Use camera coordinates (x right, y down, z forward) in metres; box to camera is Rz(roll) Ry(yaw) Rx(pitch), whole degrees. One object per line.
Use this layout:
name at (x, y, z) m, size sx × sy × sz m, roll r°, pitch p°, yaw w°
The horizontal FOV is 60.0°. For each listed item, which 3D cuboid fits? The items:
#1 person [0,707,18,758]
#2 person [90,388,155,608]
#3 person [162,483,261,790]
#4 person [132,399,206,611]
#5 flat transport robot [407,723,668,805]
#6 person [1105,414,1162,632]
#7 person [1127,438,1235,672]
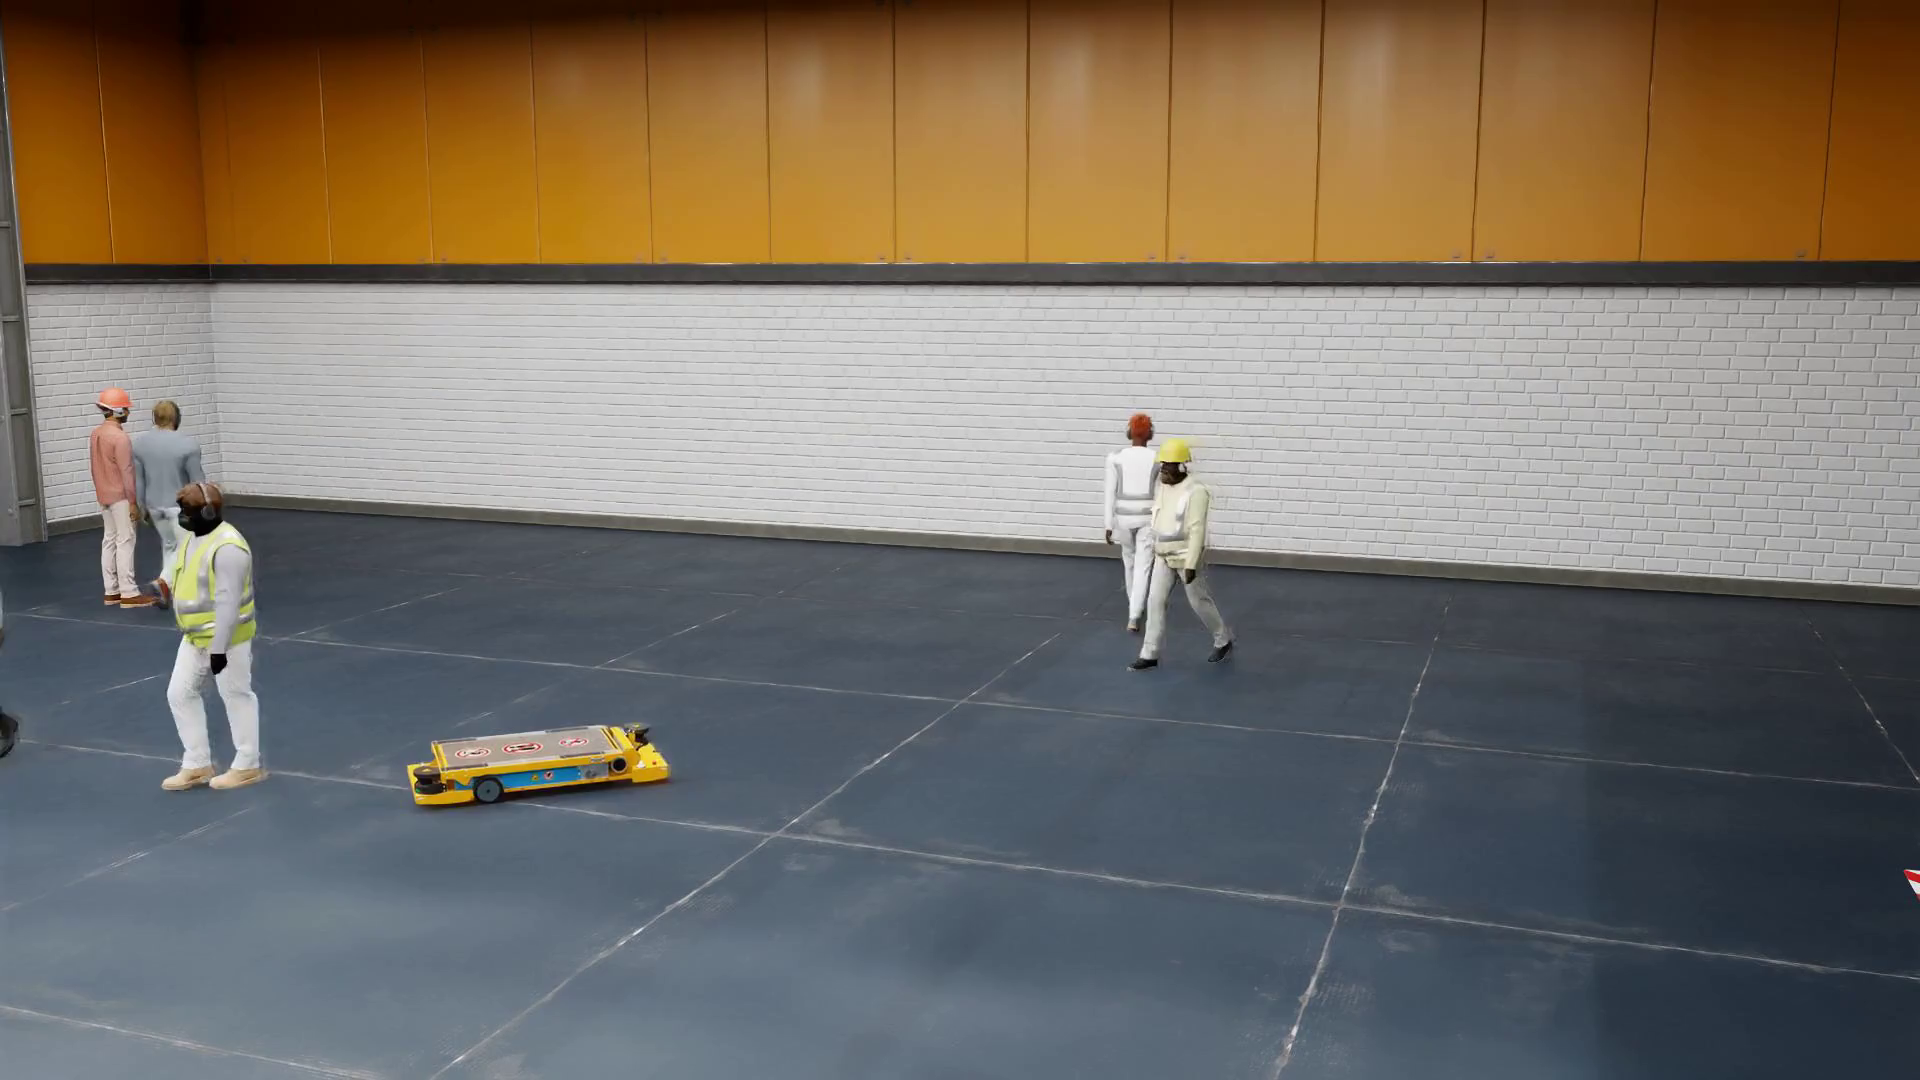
person at (-6.068, 0.467, 10.049) m, size 0.564 × 1.915 × 0.453 m, roll 2°, pitch 9°, yaw 13°
person at (-7.617, -0.382, 15.087) m, size 0.626 × 1.991 × 0.393 m, roll 7°, pitch 12°, yaw 37°
person at (-4.412, 0.581, 9.630) m, size 0.661 × 1.821 × 0.660 m, roll 8°, pitch 12°, yaw 42°
person at (-7.057, -0.288, 14.795) m, size 0.637 × 1.910 × 0.745 m, roll 1°, pitch 9°, yaw 7°
flat transport robot at (-2.513, 1.315, 9.882) m, size 1.431 × 0.197 × 0.652 m, roll -4°, pitch 10°, yaw -22°
person at (1.532, -0.156, 14.211) m, size 0.586 × 1.837 × 1.007 m, roll 2°, pitch 9°, yaw 14°
person at (1.733, 0.103, 12.739) m, size 0.934 × 1.790 × 0.598 m, roll -6°, pitch 11°, yaw -32°
